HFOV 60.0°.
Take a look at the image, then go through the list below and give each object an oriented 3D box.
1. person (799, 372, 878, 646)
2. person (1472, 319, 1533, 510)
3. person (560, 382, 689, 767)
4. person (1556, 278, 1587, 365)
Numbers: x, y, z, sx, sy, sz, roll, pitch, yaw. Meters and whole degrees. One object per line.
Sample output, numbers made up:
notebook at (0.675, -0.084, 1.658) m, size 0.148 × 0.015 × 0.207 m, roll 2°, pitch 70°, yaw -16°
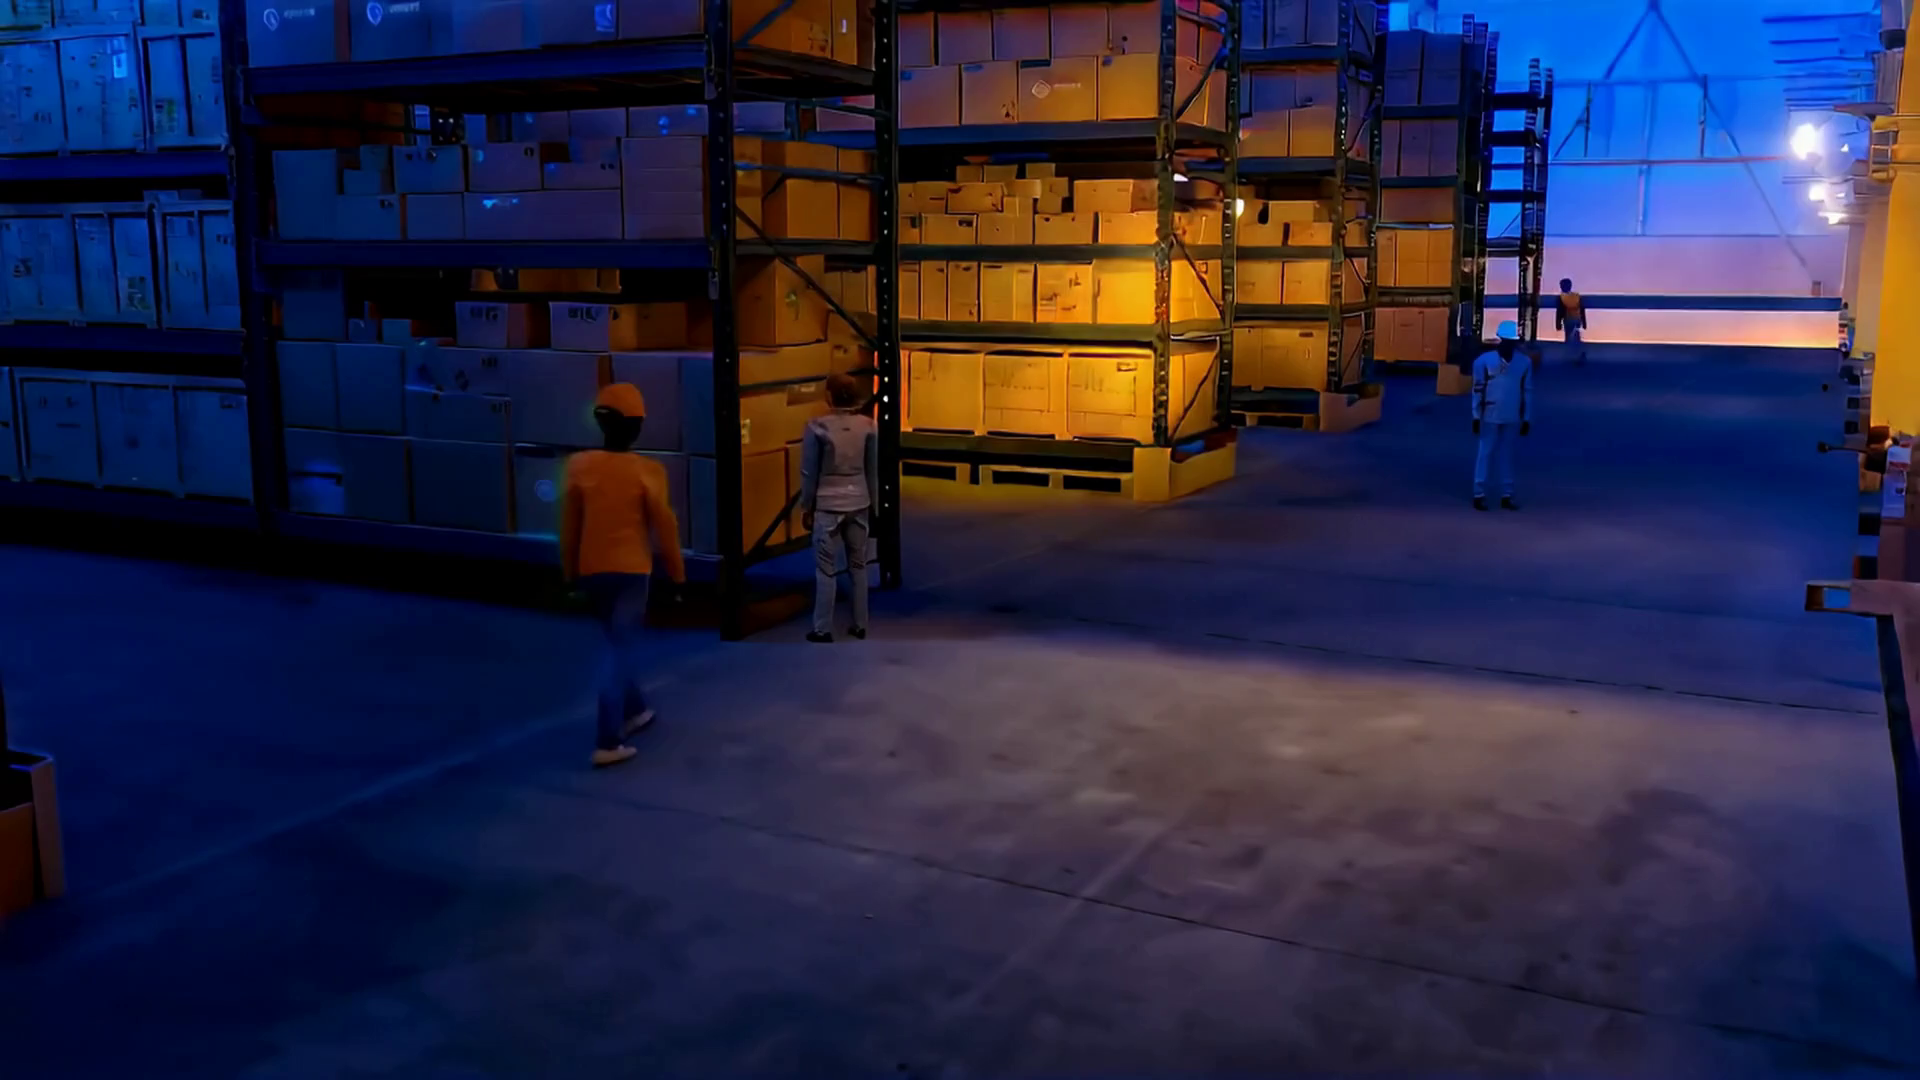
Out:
person at (-0.711, -0.183, 9.922) m, size 0.528 × 1.630 × 0.315 m, roll -7°, pitch 12°, yaw -33°
person at (4.929, -1.133, 15.099) m, size 0.563 × 1.743 × 0.350 m, roll -1°, pitch 10°, yaw -4°
person at (-1.516, 0.136, 7.745) m, size 0.557 × 1.731 × 0.802 m, roll 4°, pitch 11°, yaw 22°
person at (12.719, -4.544, 34.666) m, size 0.612 × 1.800 × 0.563 m, roll -4°, pitch 10°, yaw -20°
